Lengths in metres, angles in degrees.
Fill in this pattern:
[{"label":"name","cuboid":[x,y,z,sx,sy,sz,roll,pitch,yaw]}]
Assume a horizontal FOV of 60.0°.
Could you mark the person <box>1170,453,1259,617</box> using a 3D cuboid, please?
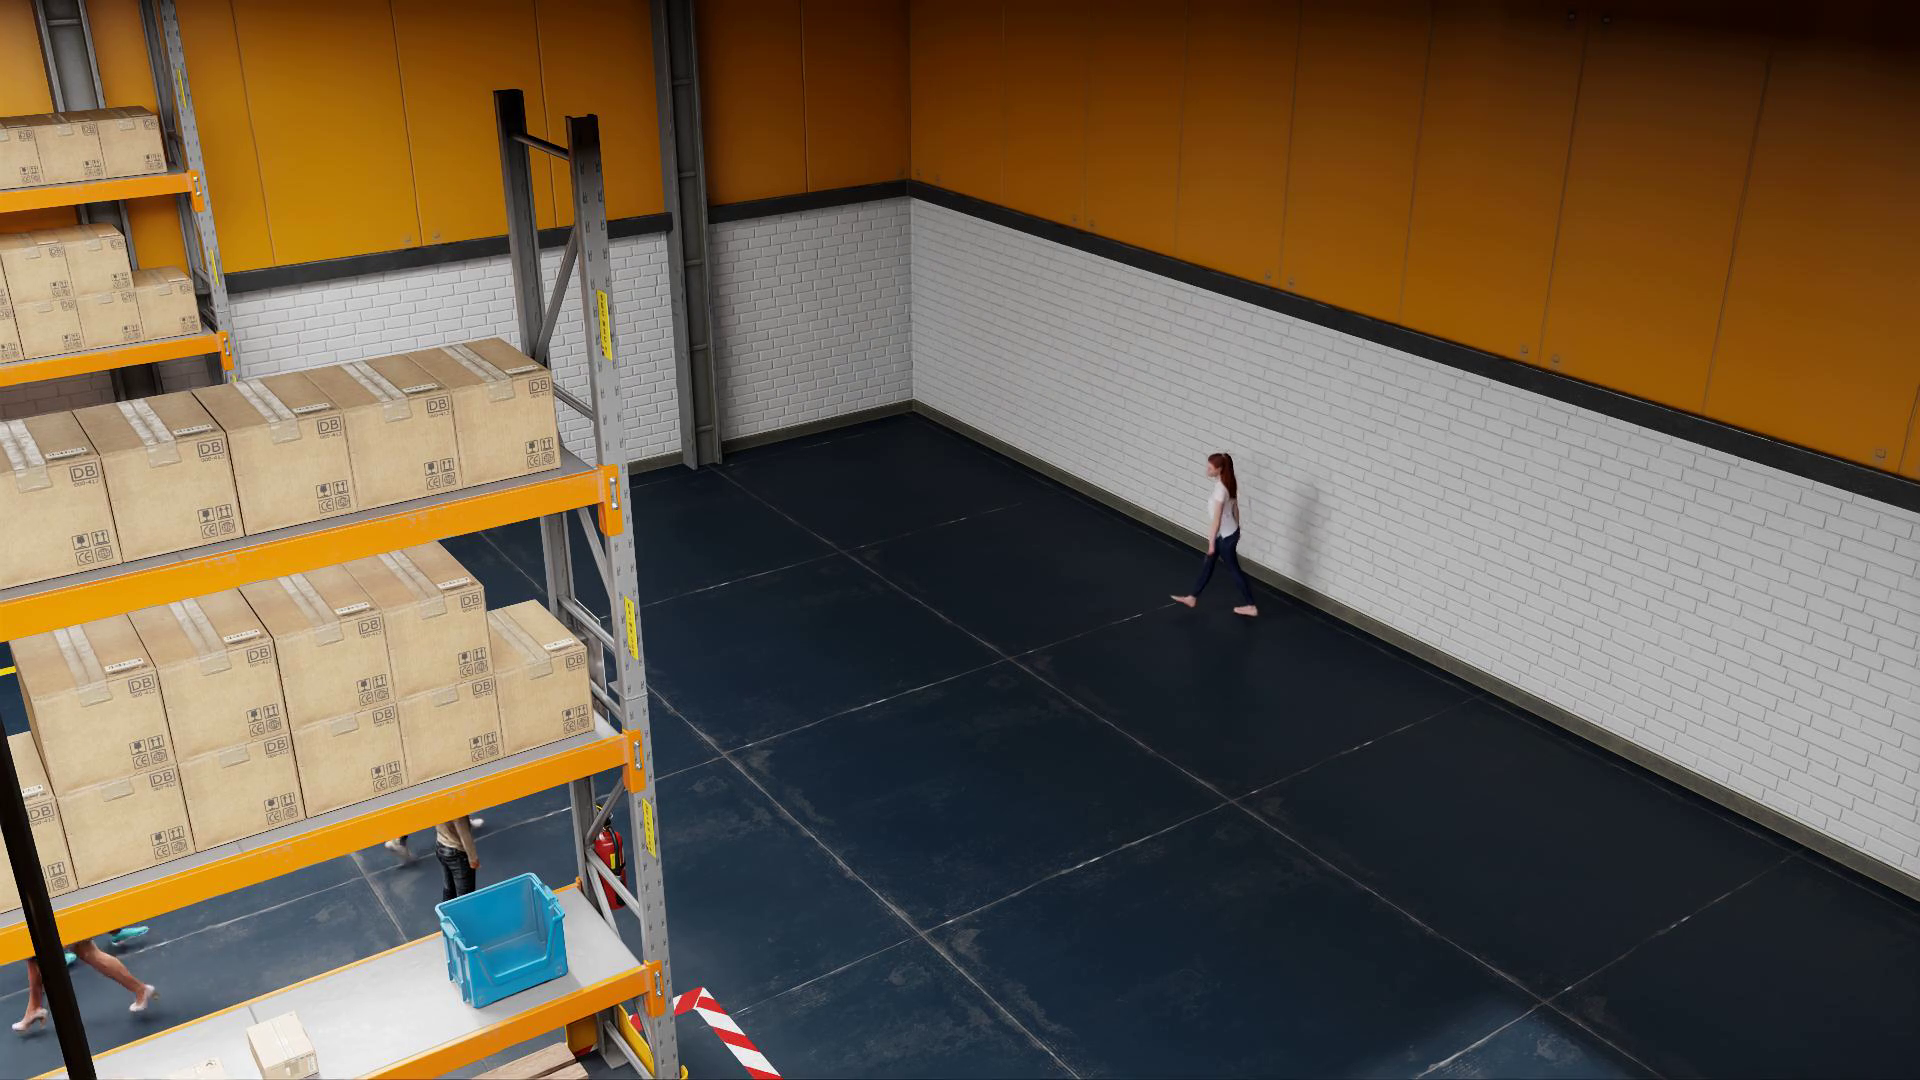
[{"label":"person","cuboid":[2.655,-0.018,16.050,1.053,1.685,1.090,11,26,23]}]
